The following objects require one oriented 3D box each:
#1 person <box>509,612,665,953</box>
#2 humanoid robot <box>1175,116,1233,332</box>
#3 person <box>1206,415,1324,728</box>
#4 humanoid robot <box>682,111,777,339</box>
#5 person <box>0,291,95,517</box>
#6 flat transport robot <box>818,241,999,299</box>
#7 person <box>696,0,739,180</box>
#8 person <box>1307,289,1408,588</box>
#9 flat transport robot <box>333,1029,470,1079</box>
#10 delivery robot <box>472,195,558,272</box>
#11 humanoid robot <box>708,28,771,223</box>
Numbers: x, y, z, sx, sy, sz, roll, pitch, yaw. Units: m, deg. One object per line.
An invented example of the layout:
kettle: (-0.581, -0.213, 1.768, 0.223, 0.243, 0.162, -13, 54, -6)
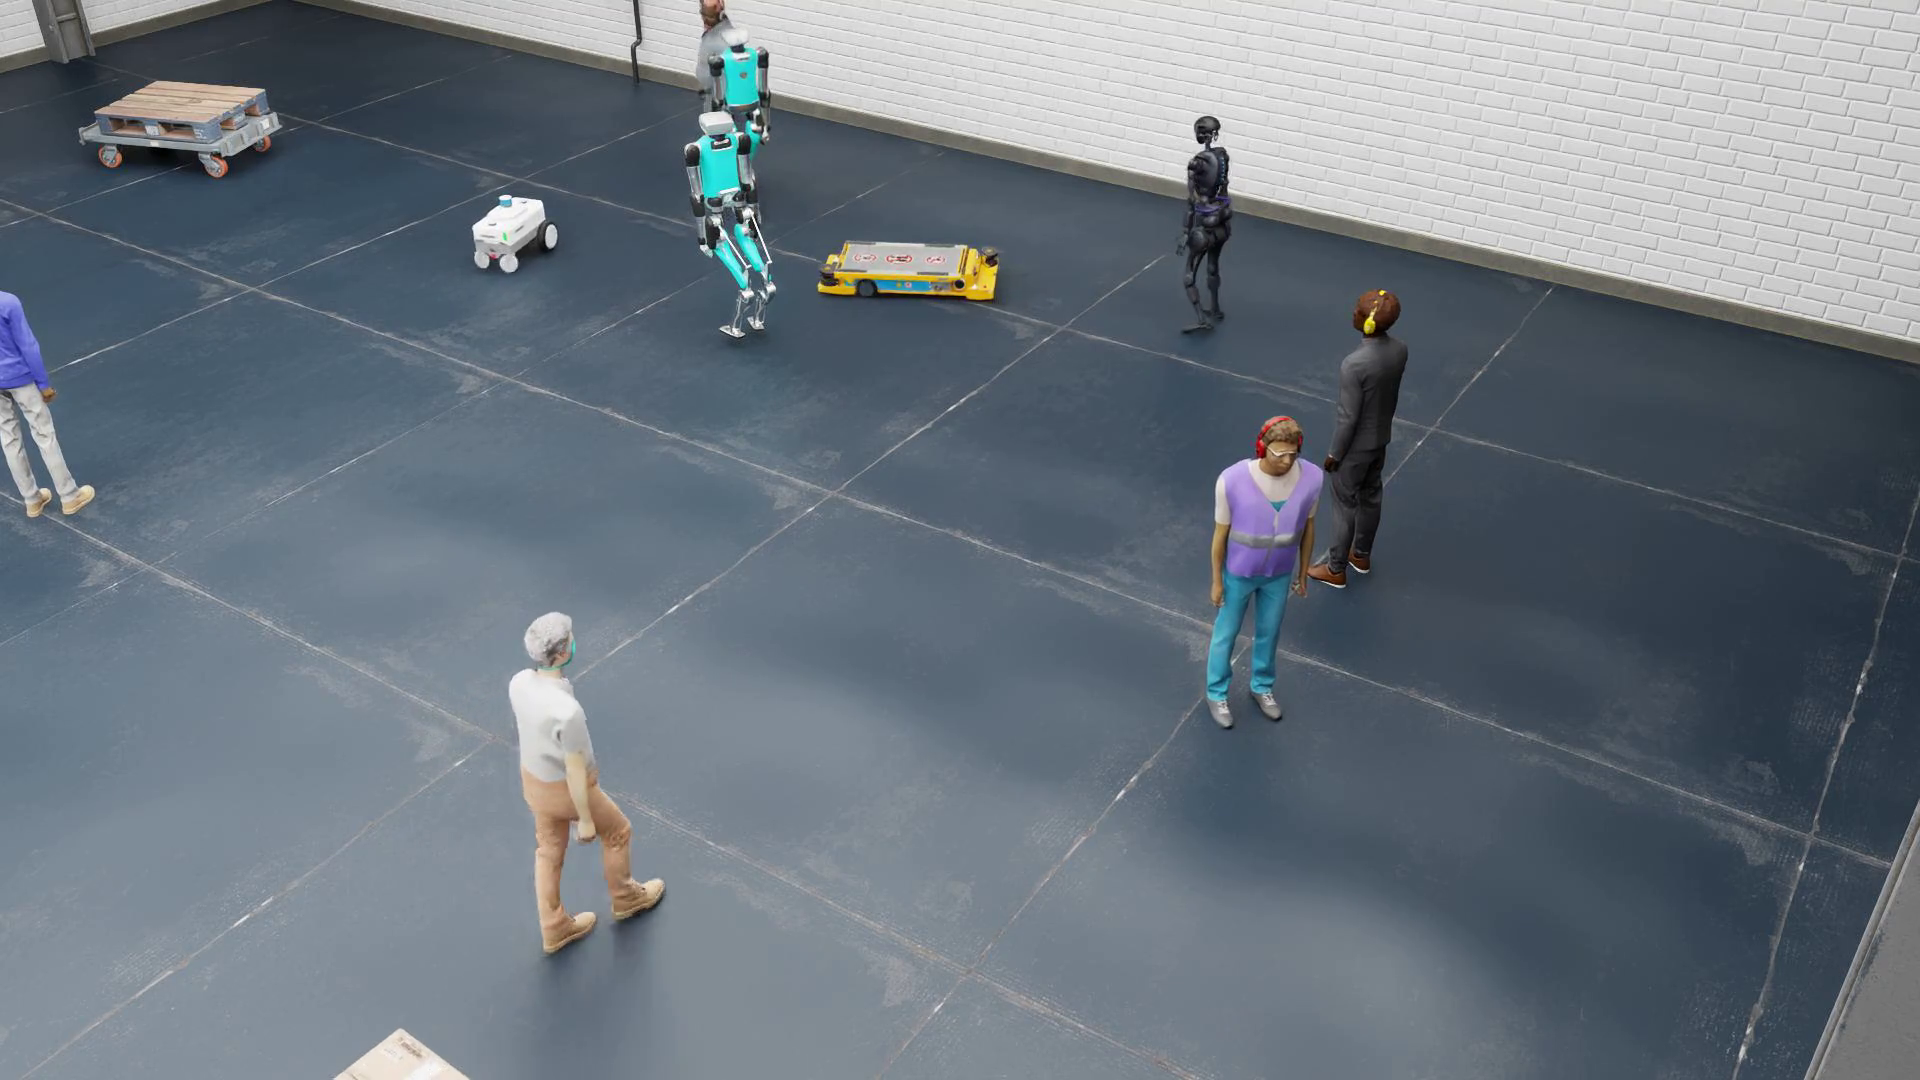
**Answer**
person: (-1.651, 1.036, 7.301, 0.504, 1.715, 0.736, 27, 41, 35)
humanoid robot: (1.898, -2.420, 12.713, 0.394, 1.635, 0.616, 24, 40, 32)
person: (1.540, 0.148, 8.583, 0.557, 1.835, 0.398, -6, 33, -9)
humanoid robot: (-1.634, -2.276, 12.316, 0.533, 1.677, 0.735, -20, 38, -28)
person: (-5.895, -1.000, 10.333, 0.460, 1.873, 0.357, -1, 33, -2)
flat transport robot: (-0.416, -2.218, 13.707, 1.431, 0.231, 0.659, 3, 33, 4)
person: (-2.195, -4.007, 14.998, 0.449, 1.870, 0.683, -7, 33, -11)
person: (2.321, -0.586, 9.682, 0.501, 1.876, 0.347, -24, 40, -32)
flat transport robot: (-1.939, 2.734, 6.003, 0.659, 0.231, 1.431, 22, 39, 30)
delivery robot: (-3.796, -2.626, 14.093, 0.511, 0.611, 0.782, 9, 34, 13)
humanoid robot: (-1.972, -3.639, 14.571, 0.548, 1.788, 0.734, -15, 36, -23)
